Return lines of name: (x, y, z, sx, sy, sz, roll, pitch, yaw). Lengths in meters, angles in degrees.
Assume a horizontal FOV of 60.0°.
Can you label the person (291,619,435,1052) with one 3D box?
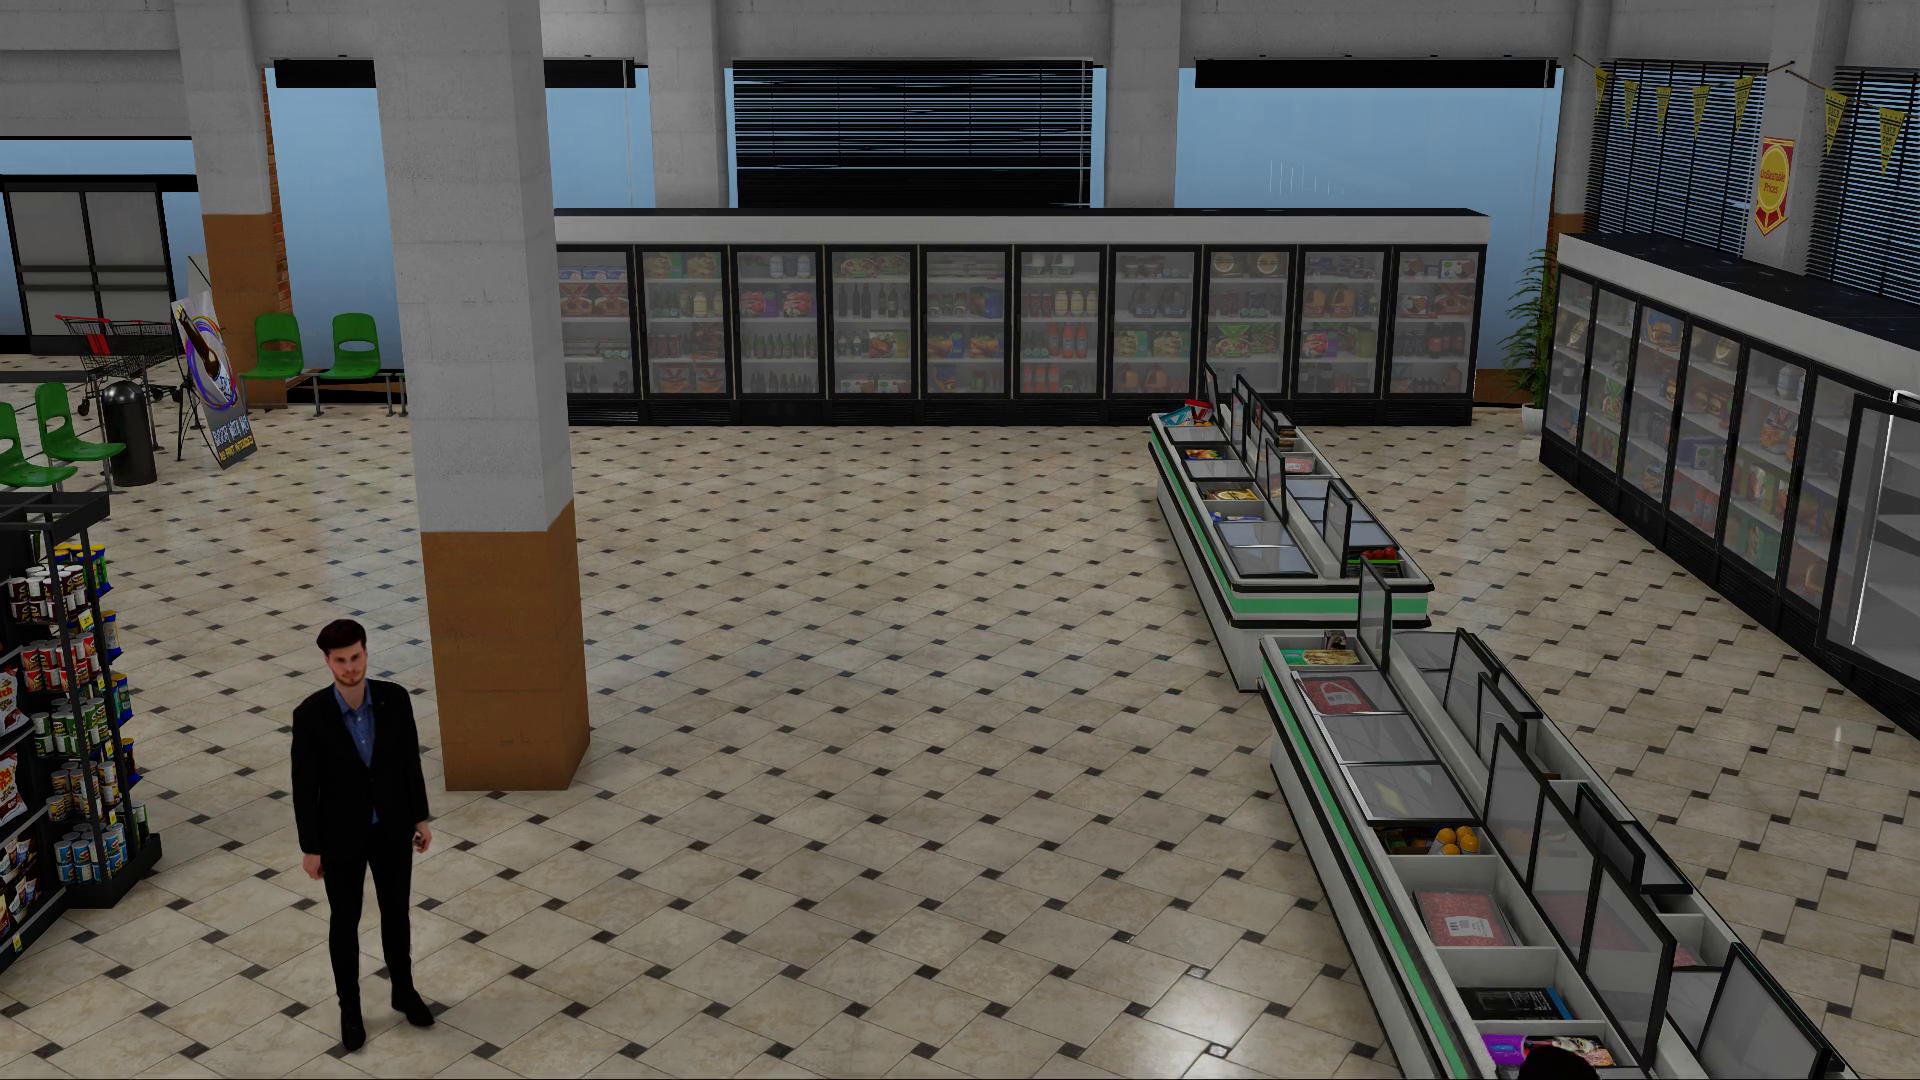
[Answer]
person: (-2.524, 1.212, 7.050, 0.787, 1.890, 0.806, -12, 21, -34)
